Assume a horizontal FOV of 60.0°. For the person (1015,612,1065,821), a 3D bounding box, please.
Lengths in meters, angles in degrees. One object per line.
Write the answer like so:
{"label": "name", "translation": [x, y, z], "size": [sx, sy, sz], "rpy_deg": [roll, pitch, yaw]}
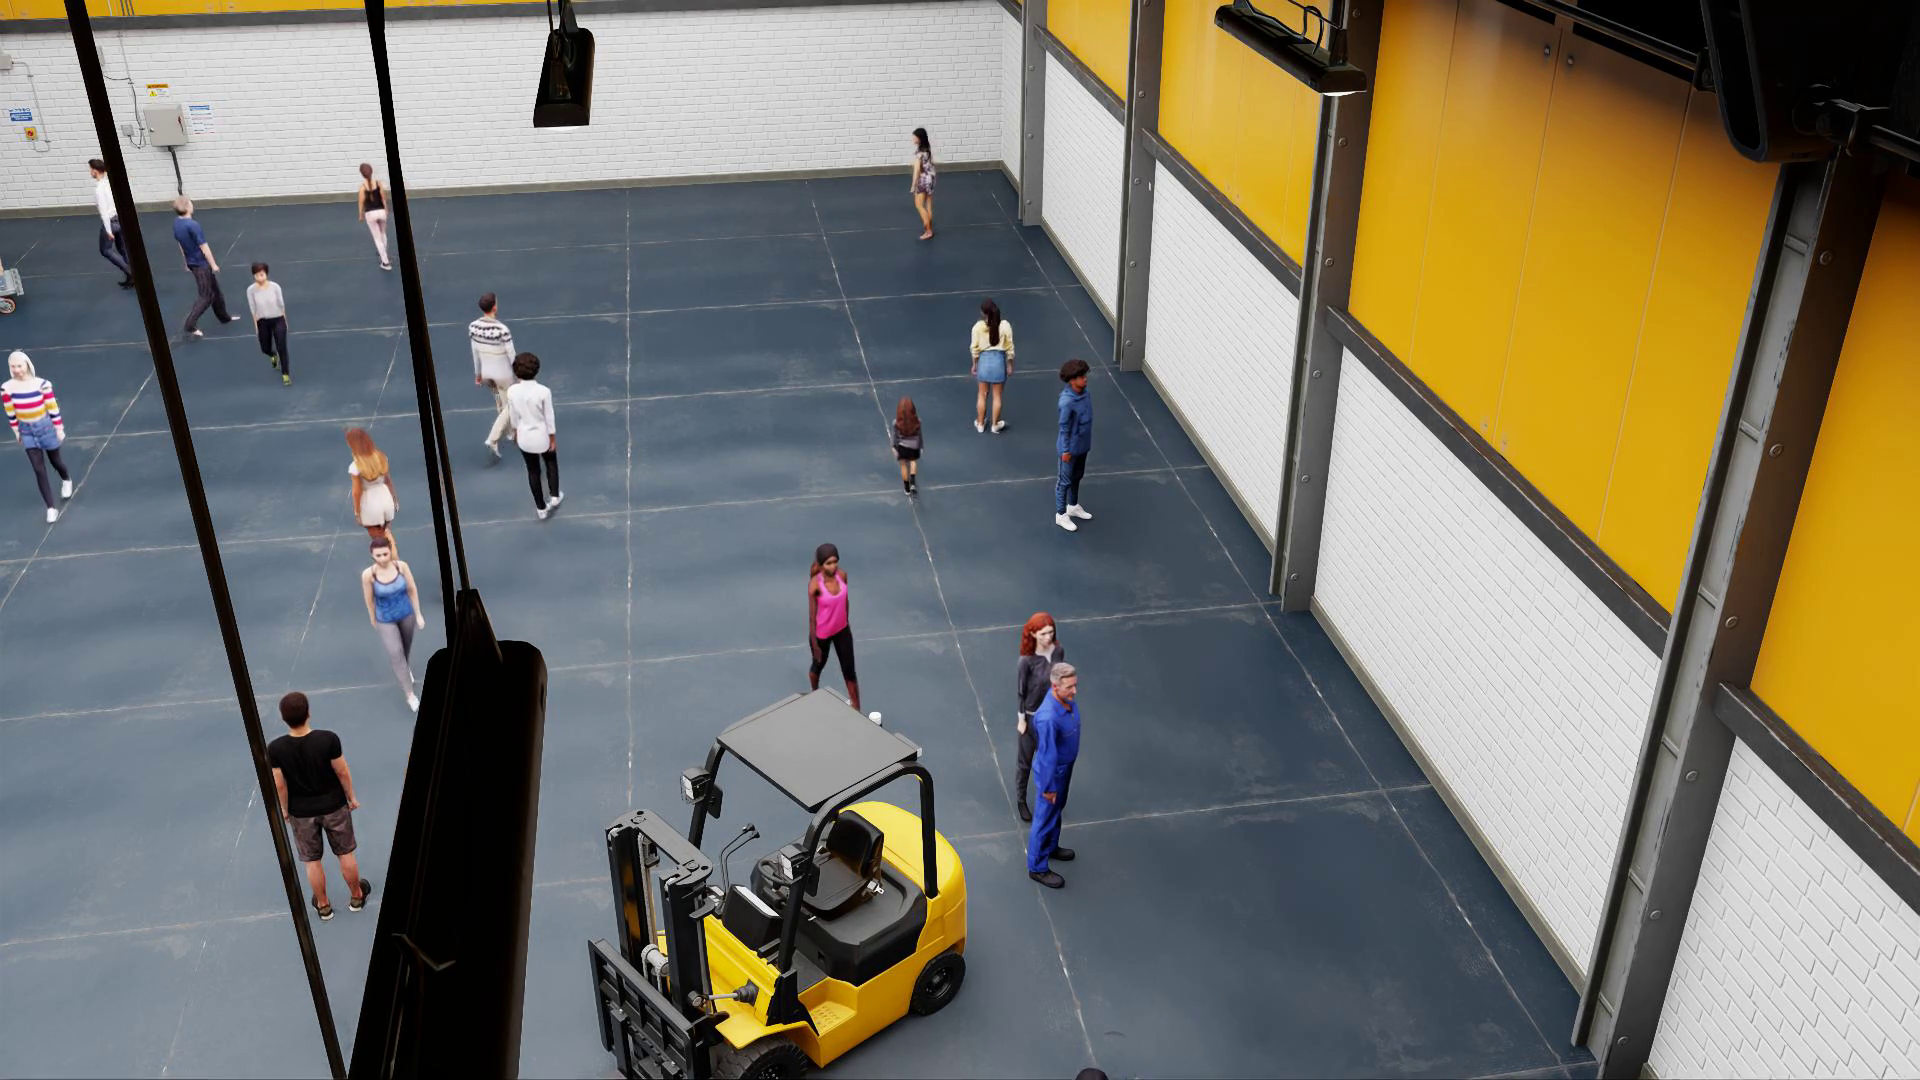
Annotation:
{"label": "person", "translation": [0.613, 1.339, 12.864], "size": [0.646, 1.779, 0.629], "rpy_deg": [-17, 33, -29]}

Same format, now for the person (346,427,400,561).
{"label": "person", "translation": [-5.533, -0.281, 15.934], "size": [0.780, 1.683, 0.719], "rpy_deg": [18, 33, 30]}

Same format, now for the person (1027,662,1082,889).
{"label": "person", "translation": [0.689, 1.675, 12.198], "size": [0.851, 1.825, 0.699], "rpy_deg": [9, 30, 17]}

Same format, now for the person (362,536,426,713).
{"label": "person", "translation": [-4.883, 0.651, 14.350], "size": [0.856, 1.564, 1.135], "rpy_deg": [-18, 33, -29]}

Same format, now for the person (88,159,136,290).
{"label": "person", "translation": [-11.788, -4.420, 23.347], "size": [0.806, 1.850, 0.760], "rpy_deg": [5, 29, 10]}

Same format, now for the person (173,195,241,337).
{"label": "person", "translation": [-10.010, -3.557, 21.776], "size": [1.128, 1.840, 1.142], "rpy_deg": [22, 36, 35]}

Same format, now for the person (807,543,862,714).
{"label": "person", "translation": [-1.151, 0.762, 14.032], "size": [0.878, 1.674, 1.167], "rpy_deg": [-17, 33, -29]}

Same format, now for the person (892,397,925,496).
{"label": "person", "translation": [-0.555, -1.000, 17.863], "size": [0.491, 1.097, 0.531], "rpy_deg": [-4, 29, -7]}

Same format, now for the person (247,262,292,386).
{"label": "person", "translation": [-8.501, -2.708, 20.534], "size": [0.629, 1.539, 0.876], "rpy_deg": [-10, 30, -17]}

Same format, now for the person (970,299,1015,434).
{"label": "person", "translation": [0.366, -2.009, 19.164], "size": [0.711, 1.622, 0.634], "rpy_deg": [6, 29, 10]}

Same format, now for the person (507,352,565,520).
{"label": "person", "translation": [-4.421, -1.050, 17.231], "size": [0.668, 1.791, 0.766], "rpy_deg": [-2, 29, -4]}

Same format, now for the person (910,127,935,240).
{"label": "person", "translation": [-0.523, -5.500, 25.467], "size": [0.862, 1.716, 0.705], "rpy_deg": [19, 34, 30]}

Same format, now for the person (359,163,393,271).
{"label": "person", "translation": [-8.456, -4.690, 24.157], "size": [0.815, 1.548, 0.923], "rpy_deg": [-25, 37, -38]}

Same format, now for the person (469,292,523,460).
{"label": "person", "translation": [-5.209, -1.828, 18.610], "size": [1.084, 1.836, 1.237], "rpy_deg": [12, 31, 20]}

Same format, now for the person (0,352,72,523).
{"label": "person", "translation": [-9.617, -1.141, 17.415], "size": [0.748, 1.775, 1.138], "rpy_deg": [-9, 30, -15]}

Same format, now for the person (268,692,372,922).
{"label": "person", "translation": [-4.558, 1.885, 11.780], "size": [0.713, 1.858, 0.644], "rpy_deg": [-10, 30, -18]}

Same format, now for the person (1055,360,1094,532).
{"label": "person", "translation": [1.168, -1.010, 17.133], "size": [0.816, 1.814, 0.754], "rpy_deg": [18, 34, 30]}
